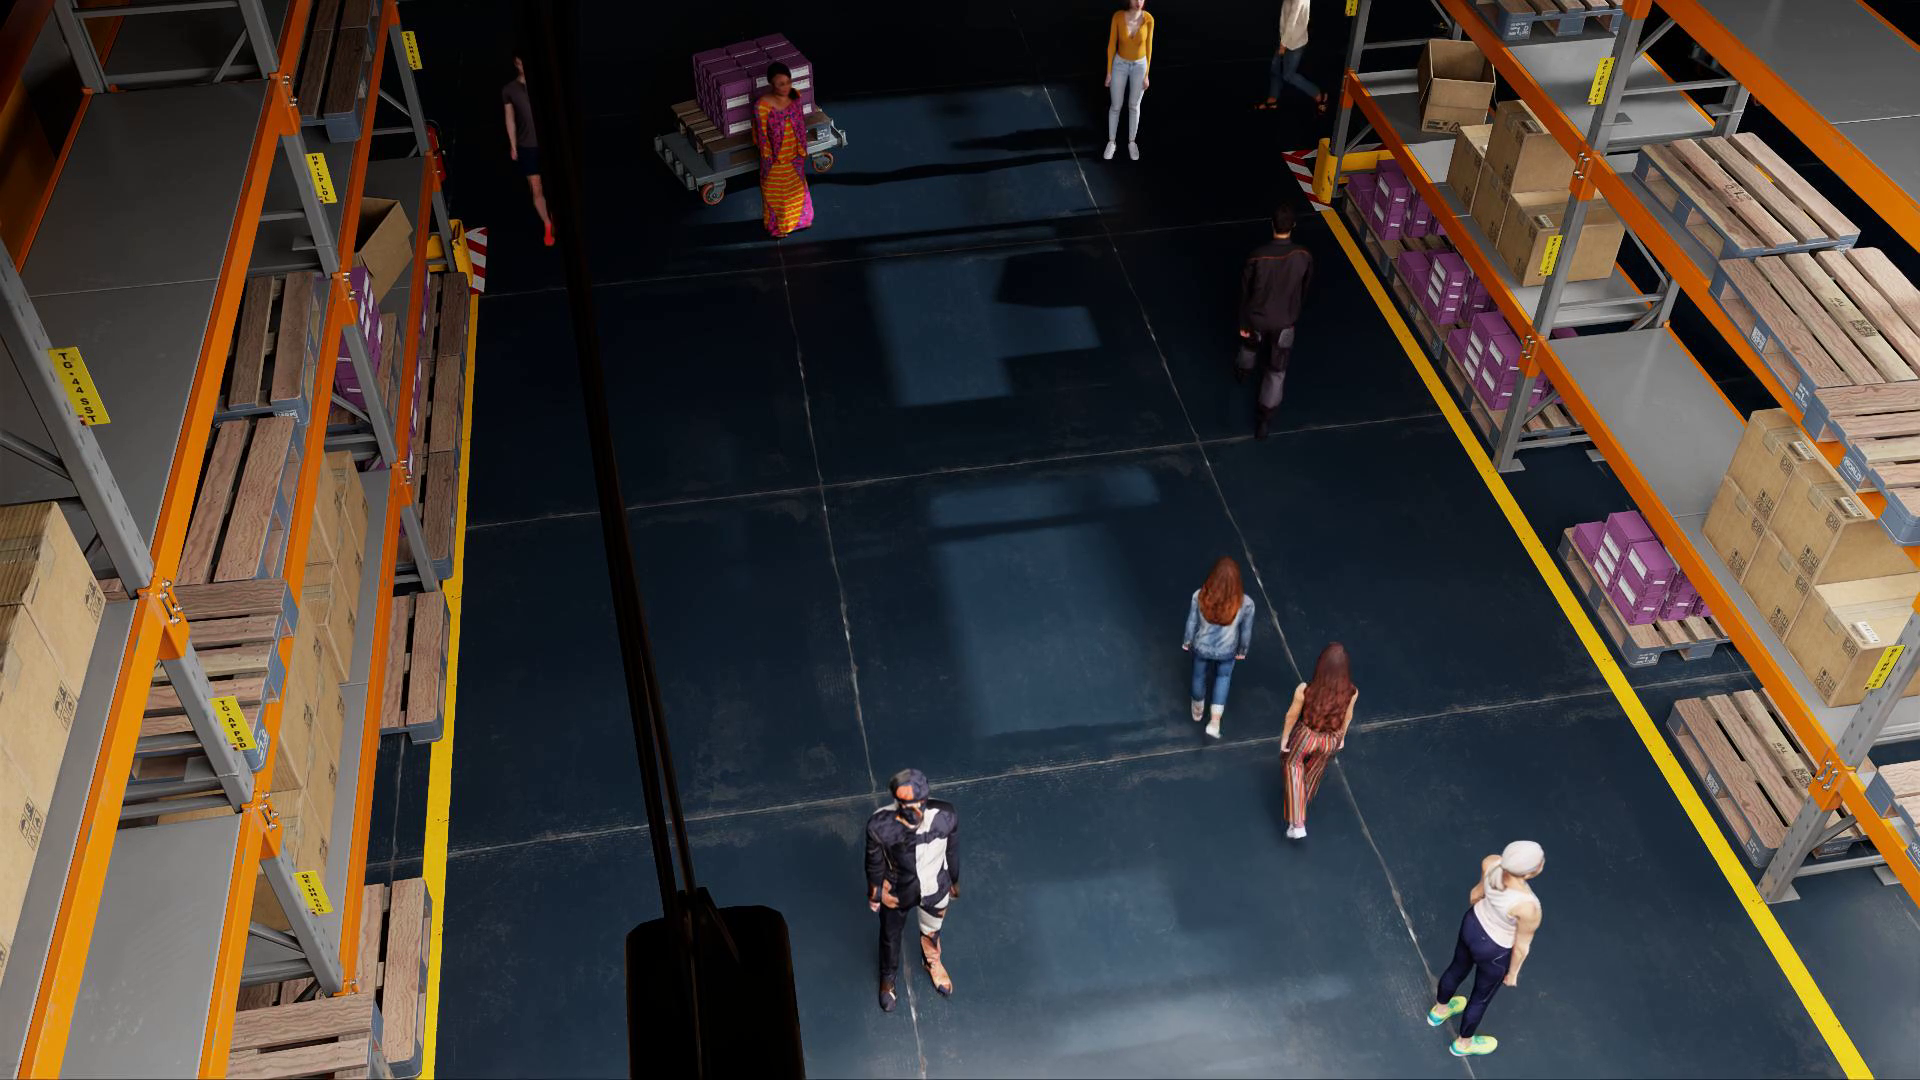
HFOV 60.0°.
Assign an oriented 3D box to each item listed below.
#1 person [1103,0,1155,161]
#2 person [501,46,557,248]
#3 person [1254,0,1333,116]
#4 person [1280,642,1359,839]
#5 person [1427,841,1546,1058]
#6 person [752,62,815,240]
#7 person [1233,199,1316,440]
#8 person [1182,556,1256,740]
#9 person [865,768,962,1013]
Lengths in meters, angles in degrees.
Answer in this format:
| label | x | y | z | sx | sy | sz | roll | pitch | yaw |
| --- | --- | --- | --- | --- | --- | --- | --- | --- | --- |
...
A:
| label | x | y | z | sx | sy | sz | roll | pitch | yaw |
| --- | --- | --- | --- | --- | --- | --- | --- | --- | --- |
| person | 1.596 | -4.442 | 15.730 | 0.635 | 1.750 | 0.651 | 3 | 44 | 3 |
| person | -3.738 | -3.559 | 14.740 | 0.724 | 1.837 | 0.778 | -12 | 45 | -12 |
| person | 3.326 | -4.867 | 16.242 | 0.910 | 1.659 | 1.009 | 9 | 44 | 10 |
| person | 2.130 | 1.229 | 9.922 | 0.675 | 1.550 | 0.890 | 3 | 44 | 3 |
| person | 2.807 | 2.148 | 8.848 | 0.689 | 1.701 | 0.526 | -14 | 45 | -14 |
| person | -1.562 | -3.480 | 14.773 | 0.769 | 1.677 | 0.800 | -27 | 50 | -26 |
| person | 2.380 | -1.633 | 12.670 | 0.894 | 1.905 | 1.253 | 3 | 44 | 3 |
| person | 1.607 | 0.713 | 10.526 | 0.703 | 1.464 | 0.828 | 6 | 44 | 6 |
| person | -0.254 | 1.863 | 9.008 | 0.683 | 1.892 | 0.596 | -10 | 44 | -10 |
